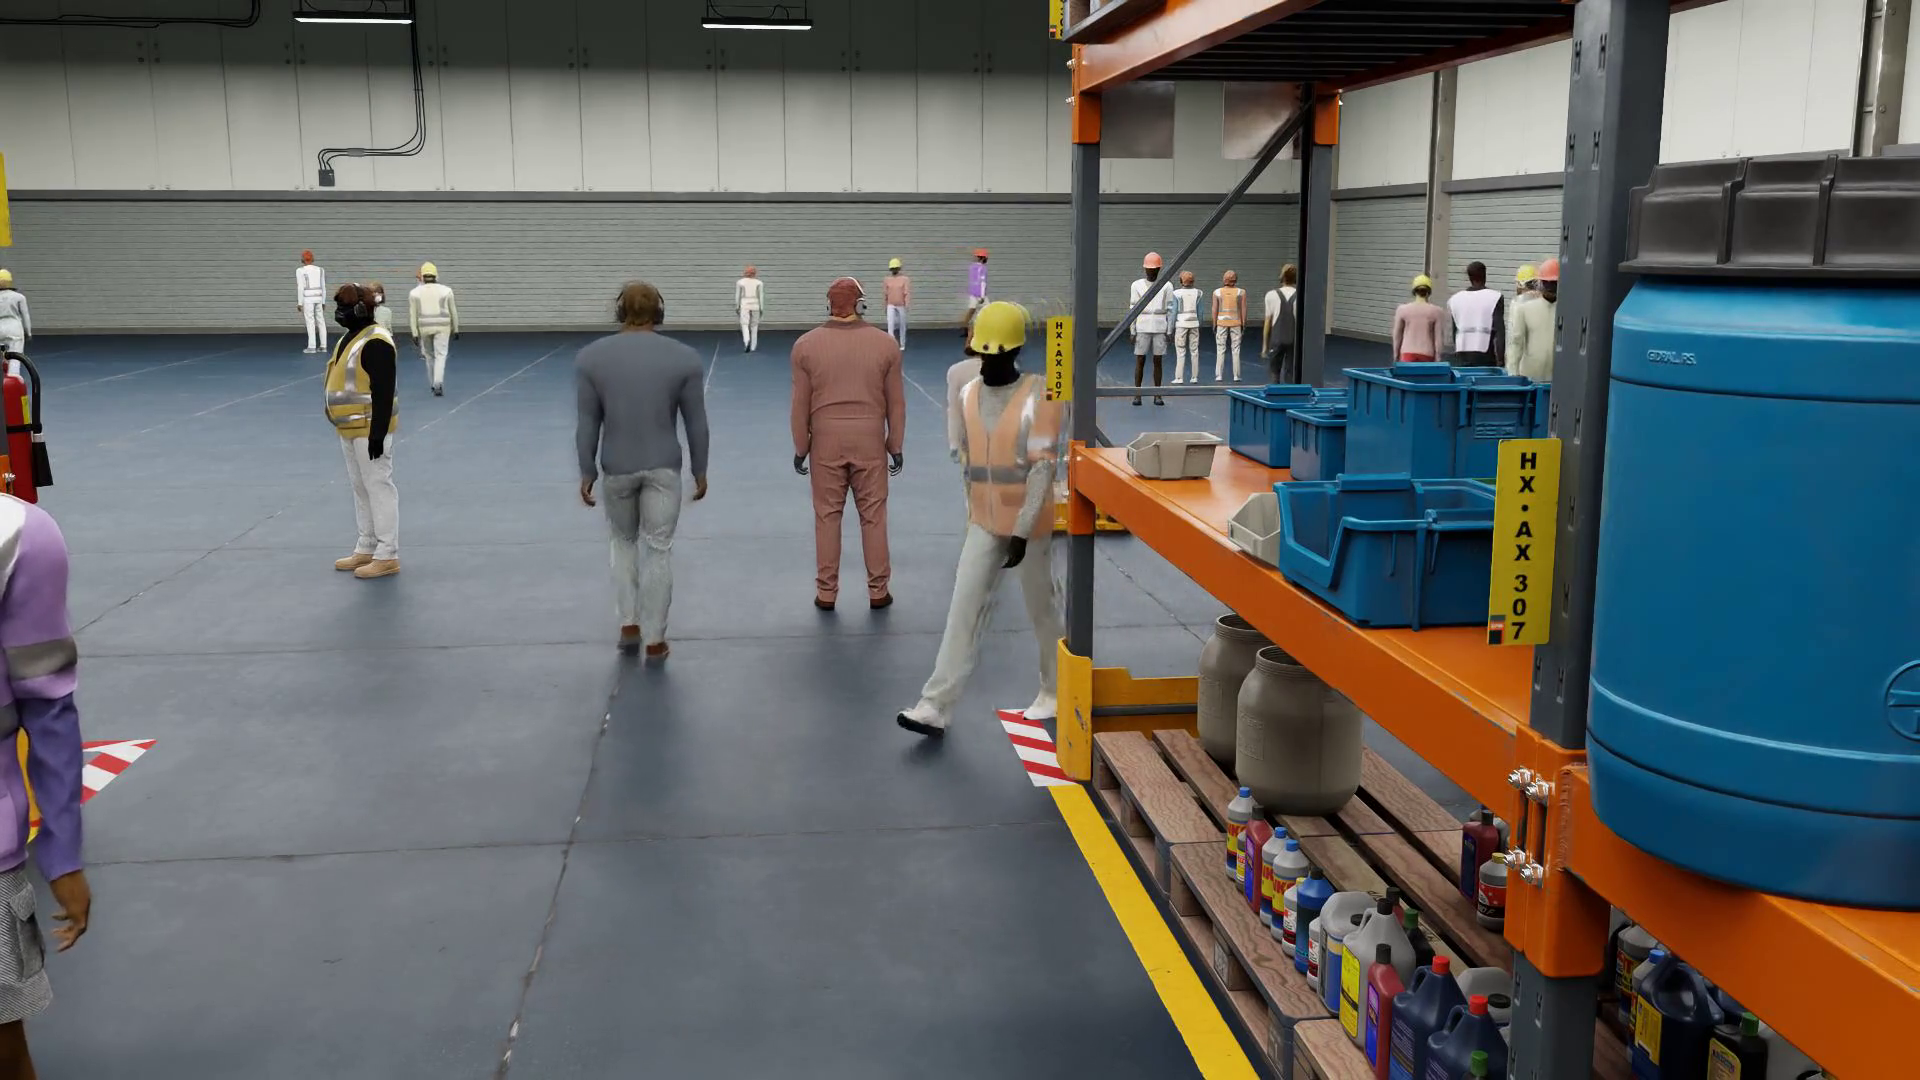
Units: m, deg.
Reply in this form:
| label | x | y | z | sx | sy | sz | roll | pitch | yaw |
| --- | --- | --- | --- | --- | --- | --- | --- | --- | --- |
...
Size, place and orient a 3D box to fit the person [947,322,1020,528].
| label | x | y | z | sx | sy | sz | roll | pitch | yaw |
| --- | --- | --- | --- | --- | --- | --- | --- | --- | --- |
| person | 0.150 | -0.657 | 10.967 | 0.485 | 1.606 | 0.768 | 2 | 10 | 9 |

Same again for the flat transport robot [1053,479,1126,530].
| label | x | y | z | sx | sy | sz | roll | pitch | yaw |
| --- | --- | --- | --- | --- | --- | --- | --- | --- | --- |
| flat transport robot | 0.914 | -0.280 | 12.562 | 0.652 | 0.197 | 1.431 | 0 | 10 | -1 |

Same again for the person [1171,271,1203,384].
| label | x | y | z | sx | sy | sz | roll | pitch | yaw |
| --- | --- | --- | --- | --- | --- | --- | --- | --- | --- |
| person | 3.284 | -3.076 | 24.131 | 0.512 | 1.641 | 0.309 | -3 | 11 | -18 |

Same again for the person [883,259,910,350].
| label | x | y | z | sx | sy | sz | roll | pitch | yaw |
| --- | --- | --- | --- | --- | --- | --- | --- | --- | --- |
| person | -1.187 | -4.382 | 31.076 | 0.524 | 1.721 | 0.911 | 1 | 10 | 5 |

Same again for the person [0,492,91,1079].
| label | x | y | z | sx | sy | sz | roll | pitch | yaw |
| --- | --- | --- | --- | --- | --- | --- | --- | --- | --- |
| person | -1.913 | 0.574 | 3.014 | 0.605 | 2.045 | 0.383 | -4 | 11 | -21 |

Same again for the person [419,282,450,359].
| label | x | y | z | sx | sy | sz | roll | pitch | yaw |
| --- | --- | --- | --- | --- | --- | --- | --- | --- | --- |
| person | -9.109 | -3.931 | 28.906 | 0.723 | 1.604 | 0.503 | 3 | 11 | 14 |

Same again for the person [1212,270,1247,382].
| label | x | y | z | sx | sy | sz | roll | pitch | yaw |
| --- | --- | --- | --- | --- | --- | --- | --- | --- | --- |
| person | 3.972 | -3.152 | 24.550 | 0.516 | 1.641 | 0.308 | 2 | 11 | 10 |

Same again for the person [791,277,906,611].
| label | x | y | z | sx | sy | sz | roll | pitch | yaw |
| --- | --- | --- | --- | --- | --- | --- | --- | --- | --- |
| person | -0.638 | -0.544 | 9.526 | 0.651 | 1.904 | 0.403 | -1 | 10 | -4 |

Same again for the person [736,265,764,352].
| label | x | y | z | sx | sy | sz | roll | pitch | yaw |
| --- | --- | --- | --- | --- | --- | --- | --- | --- | --- |
| person | -3.883 | -4.286 | 30.807 | 0.516 | 1.618 | 0.687 | -3 | 11 | -14 |

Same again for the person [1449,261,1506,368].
| label | x | y | z | sx | sy | sz | roll | pitch | yaw |
| --- | --- | --- | --- | --- | --- | --- | --- | --- | --- |
| person | 5.328 | -1.912 | 17.104 | 0.647 | 1.882 | 0.516 | 8 | 13 | 37 |

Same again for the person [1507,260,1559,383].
| label | x | y | z | sx | sy | sz | roll | pitch | yaw |
| --- | --- | --- | --- | --- | --- | --- | --- | --- | --- |
| person | 5.030 | -1.428 | 14.292 | 0.649 | 1.937 | 1.046 | 2 | 11 | 13 |

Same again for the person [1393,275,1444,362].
| label | x | y | z | sx | sy | sz | roll | pitch | yaw |
| --- | --- | --- | --- | --- | --- | --- | --- | --- | --- |
| person | 4.992 | -2.023 | 18.143 | 0.536 | 1.724 | 0.855 | 3 | 11 | 14 |

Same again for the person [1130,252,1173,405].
| label | x | y | z | sx | sy | sz | roll | pitch | yaw |
| --- | --- | --- | --- | --- | --- | --- | --- | --- | --- |
| person | 2.428 | -2.667 | 21.081 | 0.549 | 1.934 | 0.374 | 0 | 10 | 1 |

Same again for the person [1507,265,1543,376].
| label | x | y | z | sx | sy | sz | roll | pitch | yaw |
| --- | --- | --- | --- | --- | --- | --- | --- | --- | --- |
| person | 6.390 | -2.151 | 18.568 | 0.606 | 1.818 | 0.608 | -6 | 12 | -31 |

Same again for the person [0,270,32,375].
| label | x | y | z | sx | sy | sz | roll | pitch | yaw |
| --- | --- | --- | --- | --- | --- | --- | --- | --- | --- |
| person | -12.814 | -2.786 | 22.404 | 0.486 | 1.695 | 0.935 | -3 | 11 | -14 |

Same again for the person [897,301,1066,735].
| label | x | y | z | sx | sy | sz | roll | pitch | yaw |
| --- | --- | --- | --- | --- | --- | --- | --- | --- | --- |
| person | 0.160 | -0.077 | 7.105 | 0.578 | 1.858 | 0.989 | 8 | 13 | 37 |

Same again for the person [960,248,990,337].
| label | x | y | z | sx | sy | sz | roll | pitch | yaw |
| --- | --- | --- | --- | --- | --- | --- | --- | --- | --- |
| person | 0.402 | -5.242 | 35.347 | 0.980 | 1.898 | 0.562 | -7 | 12 | -34 |

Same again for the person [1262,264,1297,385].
| label | x | y | z | sx | sy | sz | roll | pitch | yaw |
| --- | --- | --- | --- | --- | --- | --- | --- | --- | --- |
| person | 3.744 | -2.245 | 19.068 | 0.538 | 1.823 | 0.587 | 2 | 11 | 11 |

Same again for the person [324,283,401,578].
| label | x | y | z | sx | sy | sz | roll | pitch | yaw |
| --- | --- | --- | --- | --- | --- | --- | --- | --- | --- |
| person | -3.772 | -0.691 | 10.510 | 0.429 | 1.844 | 0.626 | -8 | 13 | -38 |

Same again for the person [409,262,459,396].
| label | x | y | z | sx | sy | sz | roll | pitch | yaw |
| --- | --- | --- | --- | --- | --- | --- | --- | --- | --- |
| person | -7.123 | -2.855 | 22.507 | 0.590 | 1.799 | 0.872 | -1 | 10 | -5 |

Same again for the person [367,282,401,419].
| label | x | y | z | sx | sy | sz | roll | pitch | yaw |
| --- | --- | --- | --- | --- | --- | --- | --- | --- | --- |
| person | -6.939 | -2.236 | 19.615 | 0.726 | 1.606 | 0.505 | 9 | 14 | 42 |

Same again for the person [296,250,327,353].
| label | x | y | z | sx | sy | sz | roll | pitch | yaw |
| --- | --- | --- | --- | --- | --- | --- | --- | --- | --- |
| person | -11.945 | -4.385 | 30.640 | 0.359 | 1.885 | 0.575 | 7 | 12 | 33 |

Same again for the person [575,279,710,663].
| label | x | y | z | sx | sy | sz | roll | pitch | yaw |
| --- | --- | --- | --- | --- | --- | --- | --- | --- | --- |
| person | -1.598 | -0.358 | 8.475 | 0.655 | 1.911 | 0.678 | -1 | 10 | -4 |
